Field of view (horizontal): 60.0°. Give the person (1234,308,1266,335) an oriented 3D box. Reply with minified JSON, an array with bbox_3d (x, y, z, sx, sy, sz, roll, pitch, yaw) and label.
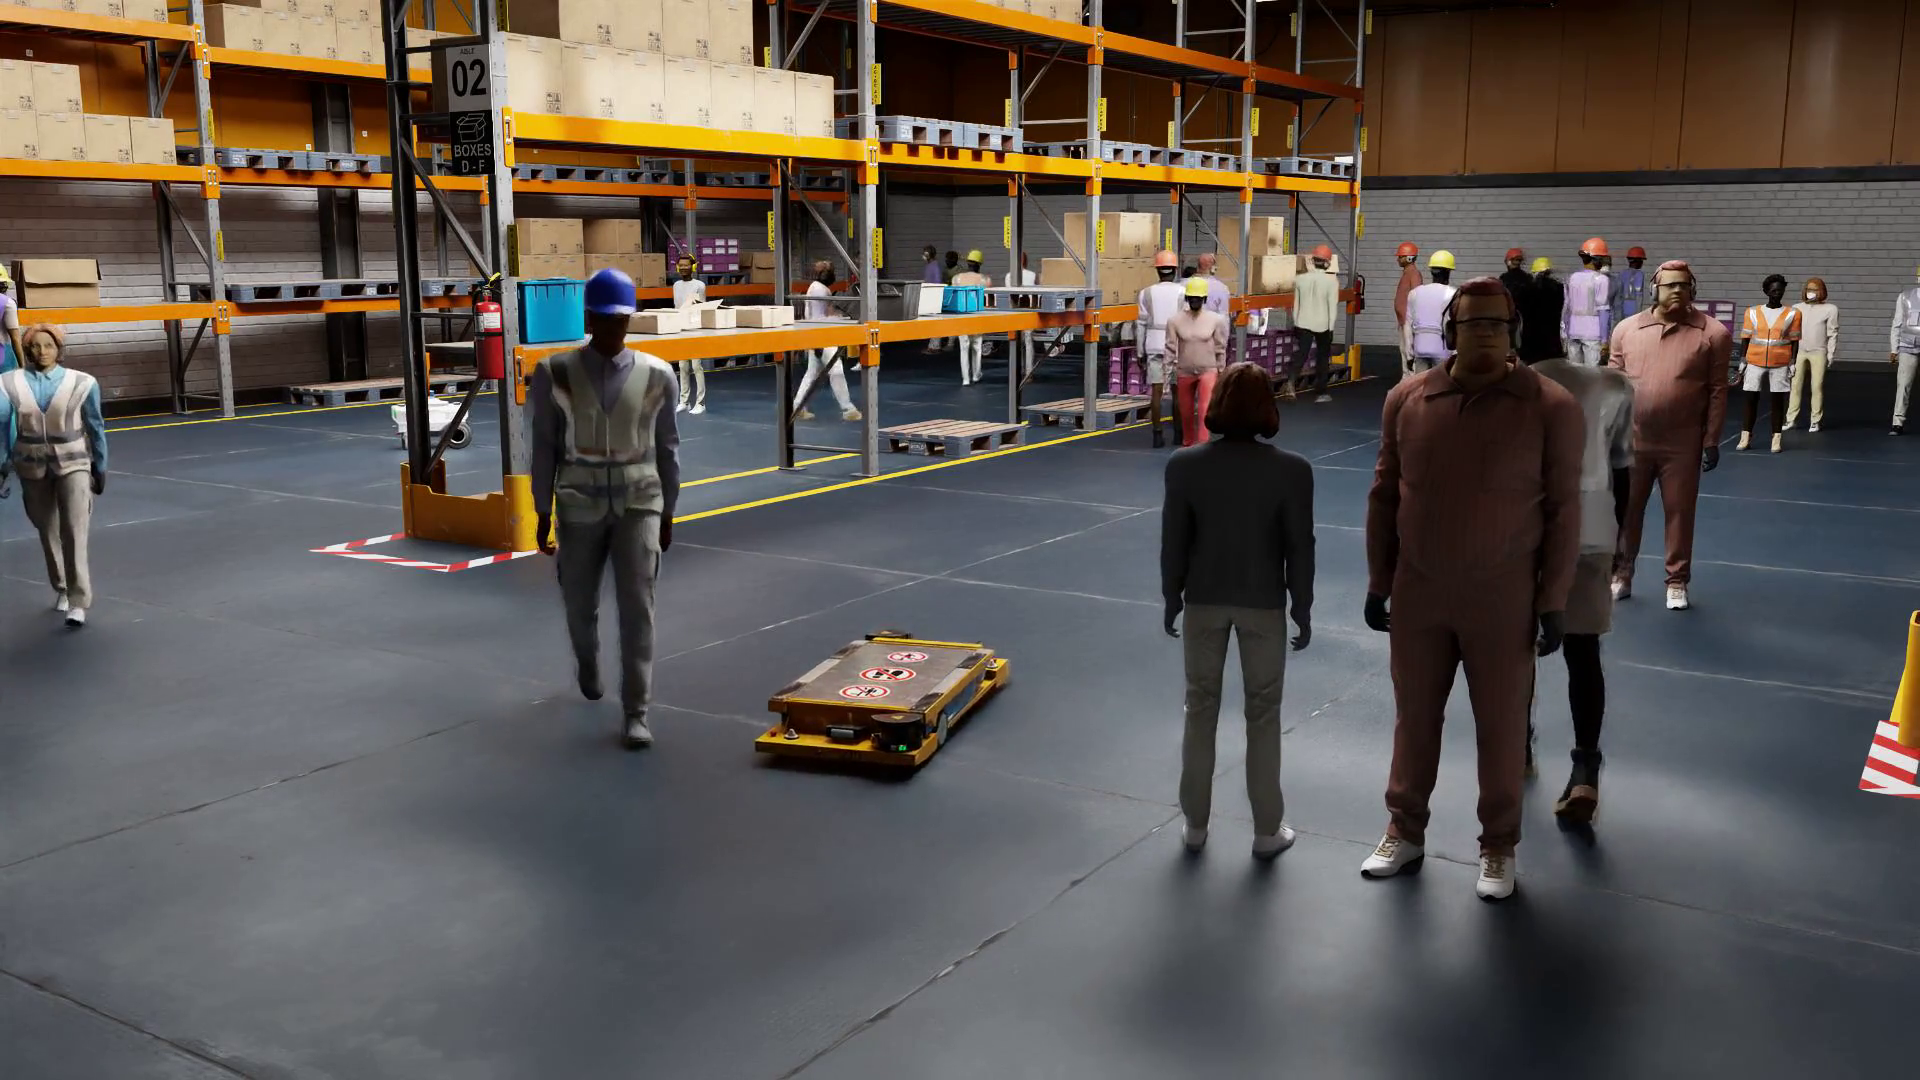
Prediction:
[{"bbox_3d":[4.427,-3.501,25.461,0.554,1.898,0.925,10,14,43],"label":"person"}]

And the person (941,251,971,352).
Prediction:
[{"bbox_3d":[-0.069,-4.356,30.350,0.649,1.831,0.649,-6,12,-29],"label":"person"}]

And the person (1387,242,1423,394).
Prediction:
[{"bbox_3d":[5.768,-2.838,21.481,0.395,1.993,0.616,0,10,2],"label":"person"}]

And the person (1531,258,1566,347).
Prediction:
[{"bbox_3d":[7.162,-2.599,20.721,0.621,1.781,0.941,-4,11,-21],"label":"person"}]

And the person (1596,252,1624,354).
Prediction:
[{"bbox_3d":[7.758,-2.596,20.420,0.643,1.906,0.933,-1,10,-5],"label":"person"}]

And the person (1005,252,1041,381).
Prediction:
[{"bbox_3d":[0.894,-3.221,23.972,0.642,1.859,0.604,-3,11,-18],"label":"person"}]

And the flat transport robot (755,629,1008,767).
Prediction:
[{"bbox_3d":[-0.287,0.636,7.009,0.652,0.197,1.431,3,11,16],"label":"flat transport robot"}]

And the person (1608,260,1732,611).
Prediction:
[{"bbox_3d":[3.856,-0.573,9.171,0.651,1.910,0.409,6,12,32],"label":"person"}]

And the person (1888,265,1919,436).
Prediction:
[{"bbox_3d":[9.904,-1.969,17.119,0.599,1.832,0.404,6,12,32],"label":"person"}]

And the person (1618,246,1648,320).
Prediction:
[{"bbox_3d":[9.794,-3.305,24.250,0.382,1.931,0.570,-2,10,-12],"label":"person"}]

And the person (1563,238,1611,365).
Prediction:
[{"bbox_3d":[6.664,-2.170,17.646,0.373,2.044,0.606,-4,11,-23],"label":"person"}]

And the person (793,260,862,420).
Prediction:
[{"bbox_3d":[-1.513,-2.234,18.696,0.872,1.804,0.646,-2,10,-11],"label":"person"}]

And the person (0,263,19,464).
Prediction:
[{"bbox_3d":[-8.602,-1.564,14.880,0.403,1.827,0.600,-4,11,-19],"label":"person"}]

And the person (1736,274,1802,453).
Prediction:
[{"bbox_3d":[7.731,-1.683,15.910,0.540,1.696,0.316,6,12,32],"label":"person"}]

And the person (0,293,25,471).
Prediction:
[{"bbox_3d":[-8.481,-1.524,14.602,0.565,1.850,0.390,1,10,7],"label":"person"}]

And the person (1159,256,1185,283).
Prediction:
[{"bbox_3d":[3.413,-3.657,26.510,0.692,1.828,0.435,2,10,12],"label":"person"}]

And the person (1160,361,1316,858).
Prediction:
[{"bbox_3d":[0.911,0.230,5.485,0.507,1.631,0.268,4,11,21],"label":"person"}]

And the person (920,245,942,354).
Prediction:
[{"bbox_3d":[-0.498,-4.269,29.570,0.352,1.937,0.635,-3,11,-15],"label":"person"}]

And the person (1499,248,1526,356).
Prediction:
[{"bbox_3d":[7.707,-3.060,22.972,0.653,1.914,1.058,-3,11,-17],"label":"person"}]

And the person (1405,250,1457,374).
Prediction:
[{"bbox_3d":[4.542,-1.793,15.885,0.593,1.922,0.387,10,14,43],"label":"person"}]

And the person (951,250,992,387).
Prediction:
[{"bbox_3d":[0.159,-3.096,23.256,0.595,1.869,0.964,1,10,3],"label":"person"}]

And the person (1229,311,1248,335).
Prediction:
[{"bbox_3d":[4.528,-3.718,26.716,0.667,1.869,0.999,-5,12,-28],"label":"person"}]

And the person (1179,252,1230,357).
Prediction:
[{"bbox_3d":[2.609,-2.169,18.044,0.655,1.894,0.581,6,12,30],"label":"person"}]

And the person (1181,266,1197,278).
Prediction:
[{"bbox_3d":[3.249,-3.087,23.823,0.542,1.648,0.880,8,13,37],"label":"person"}]

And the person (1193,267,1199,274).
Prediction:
[{"bbox_3d":[3.530,-3.411,25.742,0.423,1.604,0.518,-3,11,-17],"label":"person"}]

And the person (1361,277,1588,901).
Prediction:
[{"bbox_3d":[1.560,0.150,5.162,0.651,1.910,0.409,6,12,32],"label":"person"}]

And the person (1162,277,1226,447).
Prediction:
[{"bbox_3d":[2.072,-1.469,14.716,0.539,1.709,0.770,3,11,14],"label":"person"}]

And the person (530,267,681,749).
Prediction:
[{"bbox_3d":[-1.450,-0.159,6.845,0.609,1.919,0.823,-3,11,-14],"label":"person"}]

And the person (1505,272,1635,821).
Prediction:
[{"bbox_3d":[2.122,0.007,5.943,0.623,1.919,0.983,1,10,6],"label":"person"}]

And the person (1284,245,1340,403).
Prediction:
[{"bbox_3d":[4.357,-2.659,20.602,0.638,1.962,0.903,7,12,35],"label":"person"}]

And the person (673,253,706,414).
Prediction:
[{"bbox_3d":[-3.182,-2.407,19.432,0.532,1.874,0.321,6,12,32],"label":"person"}]

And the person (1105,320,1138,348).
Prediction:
[{"bbox_3d":[2.289,-3.114,23.369,0.570,1.879,1.022,0,10,2],"label":"person"}]

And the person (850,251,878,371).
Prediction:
[{"bbox_3d":[-1.539,-3.528,25.692,0.603,1.849,0.565,-2,11,-13],"label":"person"}]

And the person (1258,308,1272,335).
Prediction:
[{"bbox_3d":[4.881,-3.726,26.711,0.353,1.884,0.578,2,10,12],"label":"person"}]

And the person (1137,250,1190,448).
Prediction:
[{"bbox_3d":[2.020,-1.862,16.297,0.566,1.935,0.554,3,11,14],"label":"person"}]

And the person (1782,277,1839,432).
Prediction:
[{"bbox_3d":[8.984,-1.954,17.589,0.507,1.631,0.268,10,14,43],"label":"person"}]

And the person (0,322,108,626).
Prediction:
[{"bbox_3d":[-4.821,-0.354,8.834,0.518,1.592,0.855,-3,11,-18],"label":"person"}]

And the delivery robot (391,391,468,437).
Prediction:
[{"bbox_3d":[-5.165,-1.209,16.188,0.707,0.478,0.477,-4,11,-21],"label":"delivery robot"}]
